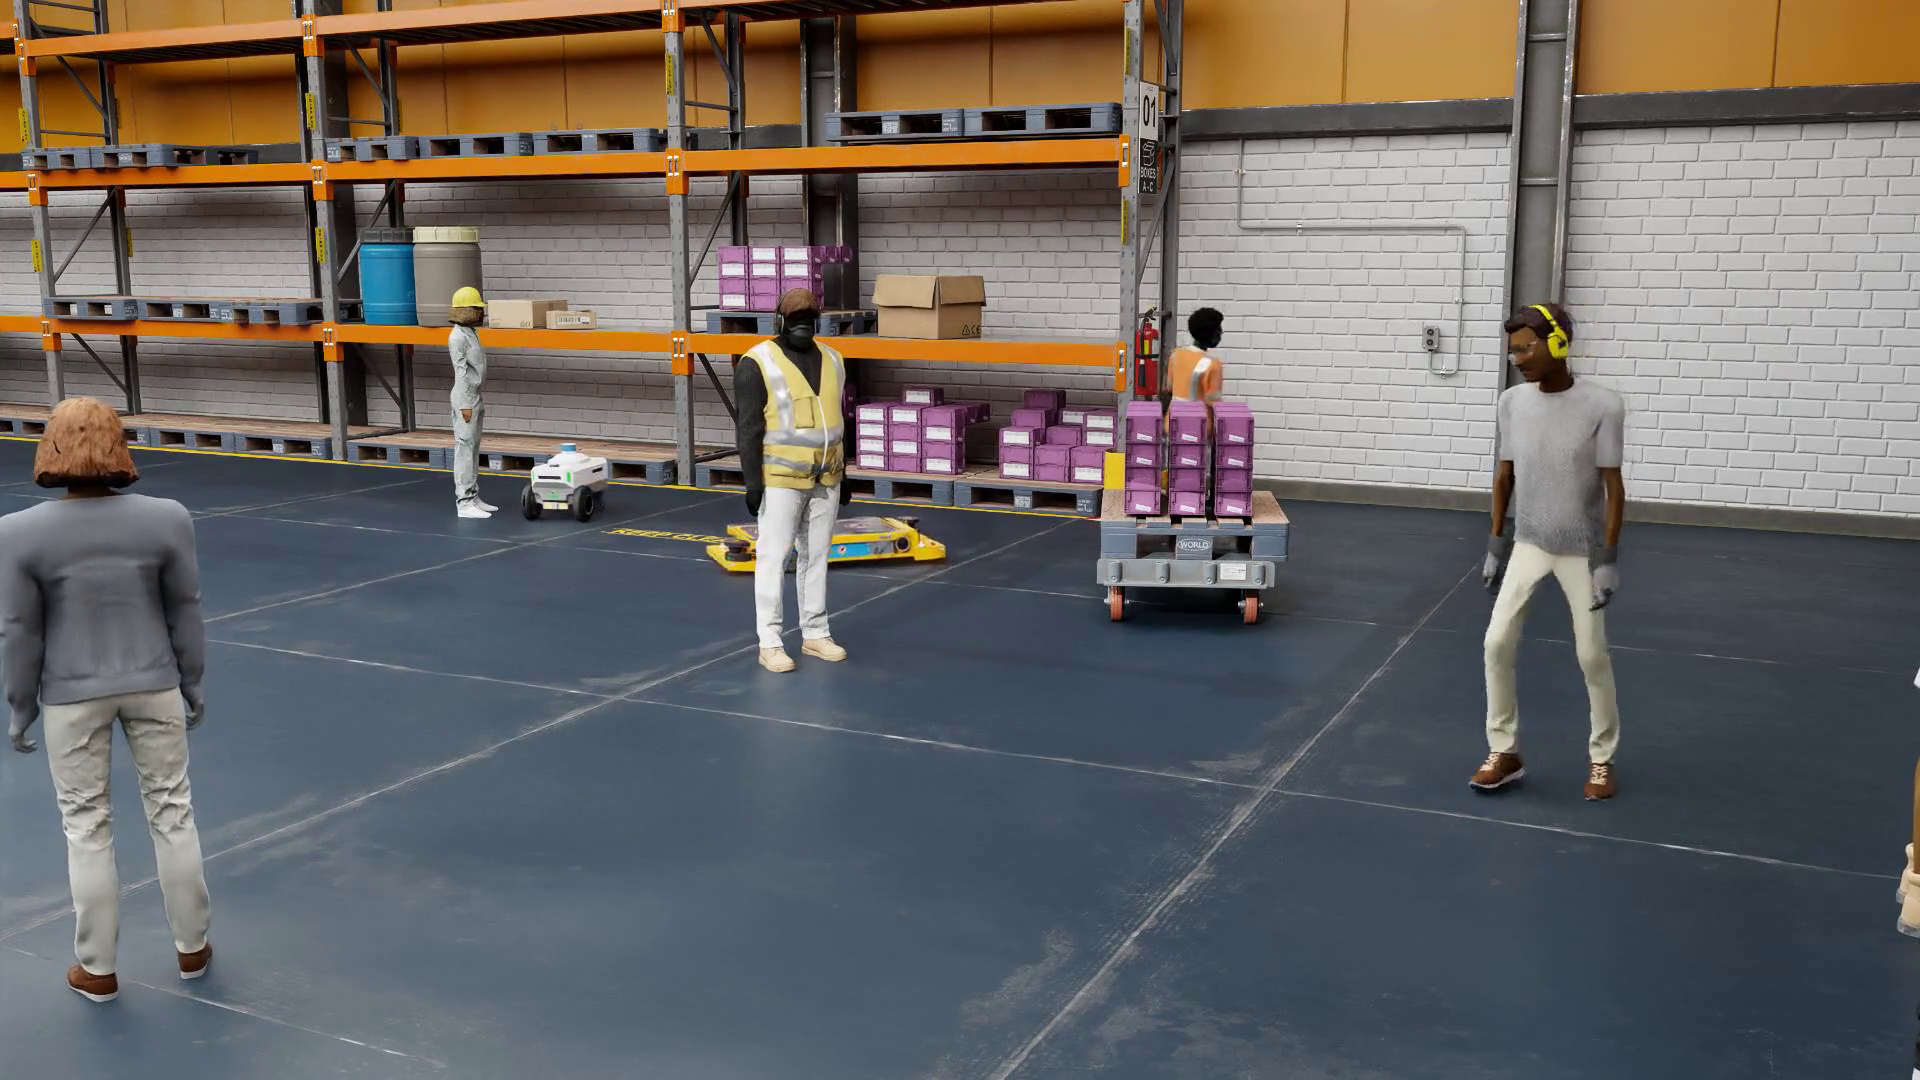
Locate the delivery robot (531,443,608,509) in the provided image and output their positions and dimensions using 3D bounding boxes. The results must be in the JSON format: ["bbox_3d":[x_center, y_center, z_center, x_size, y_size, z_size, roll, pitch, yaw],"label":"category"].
[{"bbox_3d":[-2.949,-0.489,12.596,0.477,0.478,0.707,2,10,12],"label":"delivery robot"}]

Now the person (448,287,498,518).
[{"bbox_3d":[-3.710,-1.045,12.648,0.293,1.744,0.488,-1,10,-5],"label":"person"}]

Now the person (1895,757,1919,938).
[{"bbox_3d":[3.024,0.169,4.838,0.391,2.040,0.615,6,12,31],"label":"person"}]

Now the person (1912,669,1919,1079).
[{"bbox_3d":[2.476,0.396,3.913,0.390,1.914,0.587,8,12,37],"label":"person"}]

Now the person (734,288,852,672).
[{"bbox_3d":[-0.778,-0.293,8.065,0.633,1.840,0.429,-9,13,-42],"label":"person"}]

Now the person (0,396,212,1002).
[{"bbox_3d":[-2.305,0.431,4.506,0.501,1.633,0.286,-7,12,-34],"label":"person"}]

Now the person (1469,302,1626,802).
[{"bbox_3d":[2.179,0.050,6.121,0.531,1.832,0.560,9,13,41],"label":"person"}]

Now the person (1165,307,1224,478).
[{"bbox_3d":[1.527,-0.691,10.878,0.341,1.661,0.611,-4,11,-19],"label":"person"}]

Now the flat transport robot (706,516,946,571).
[{"bbox_3d":[-0.874,0.013,10.798,1.431,0.197,0.652,-4,11,-20],"label":"flat transport robot"}]
